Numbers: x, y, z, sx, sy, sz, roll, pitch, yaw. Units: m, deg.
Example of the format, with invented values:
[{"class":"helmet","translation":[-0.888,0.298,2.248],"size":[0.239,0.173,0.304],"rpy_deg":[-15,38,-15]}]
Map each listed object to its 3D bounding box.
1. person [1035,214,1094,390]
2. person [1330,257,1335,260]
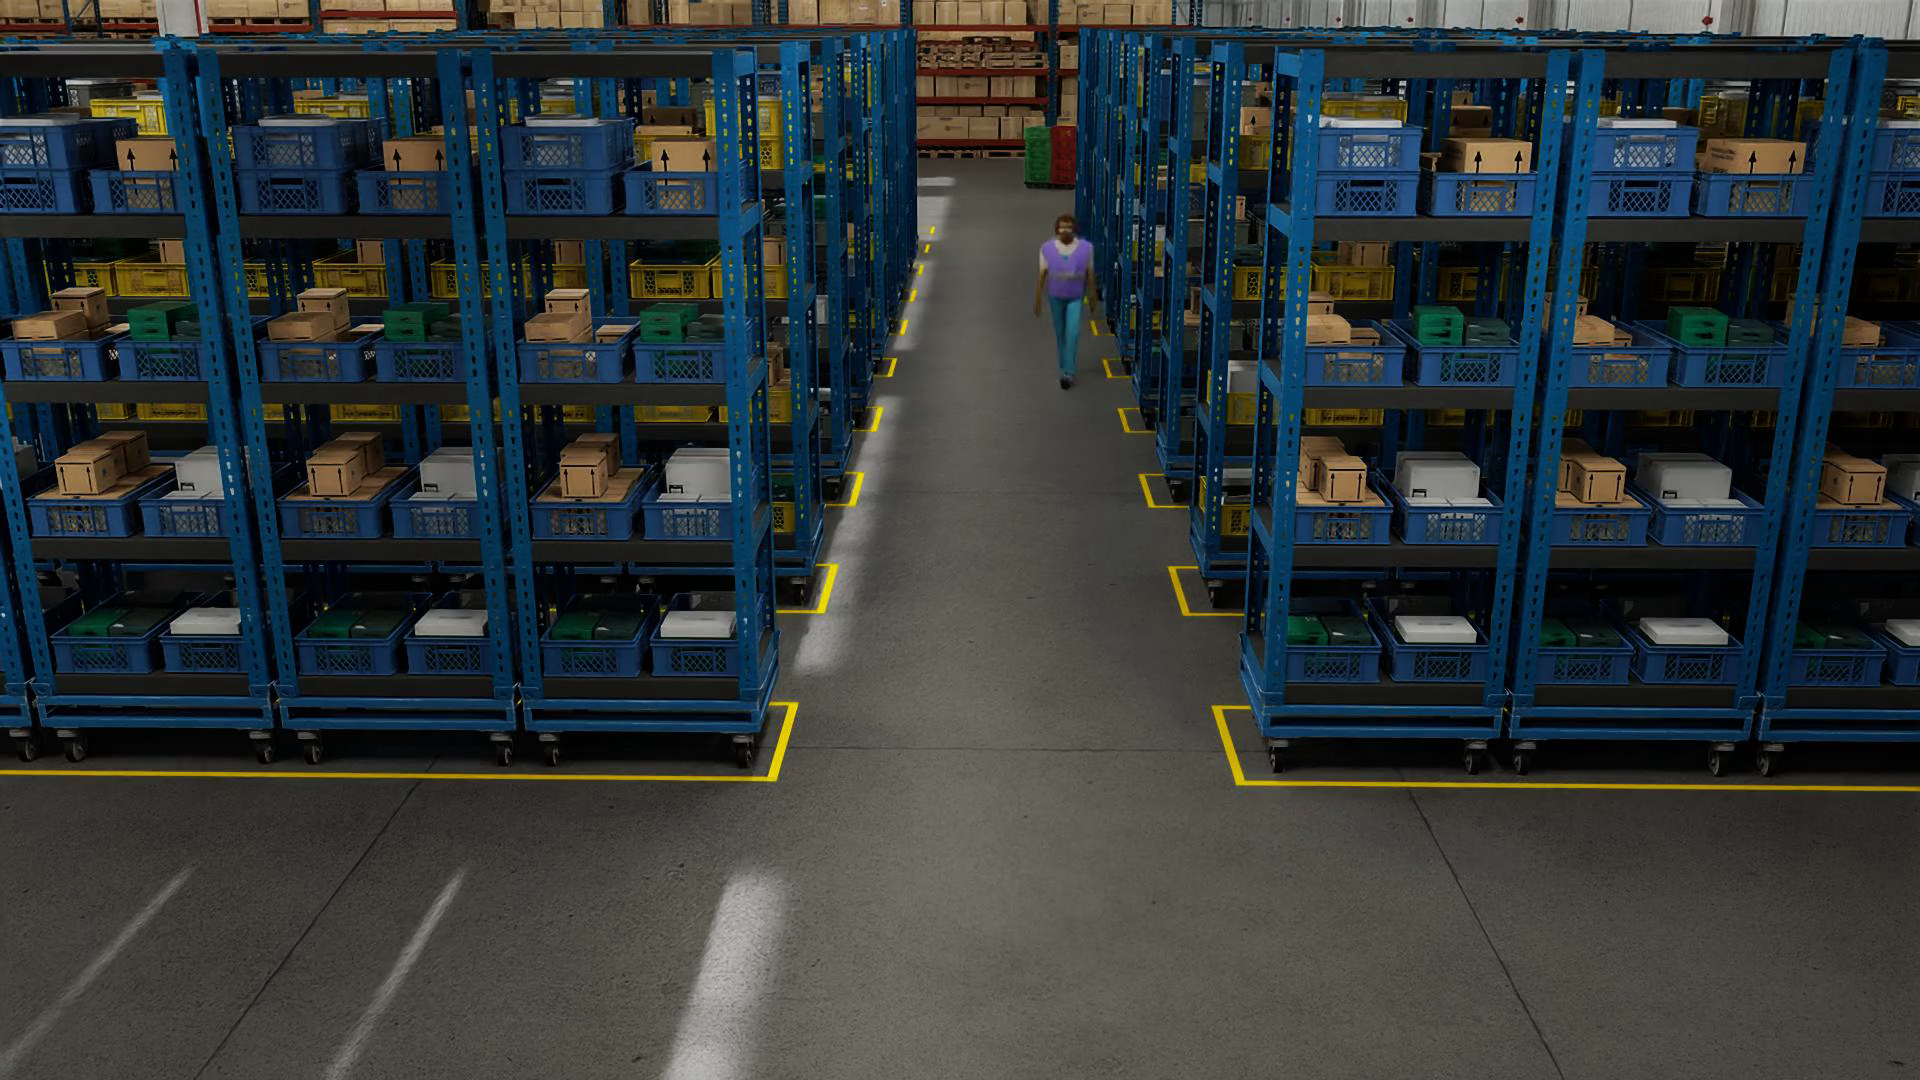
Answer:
[{"class":"person","translation":[1.084,-2.491,17.360],"size":[0.591,1.788,0.980],"rpy_deg":[4,18,11]},{"class":"person","translation":[3.762,-2.435,16.891],"size":[0.539,1.964,0.663],"rpy_deg":[-1,17,-3]}]
